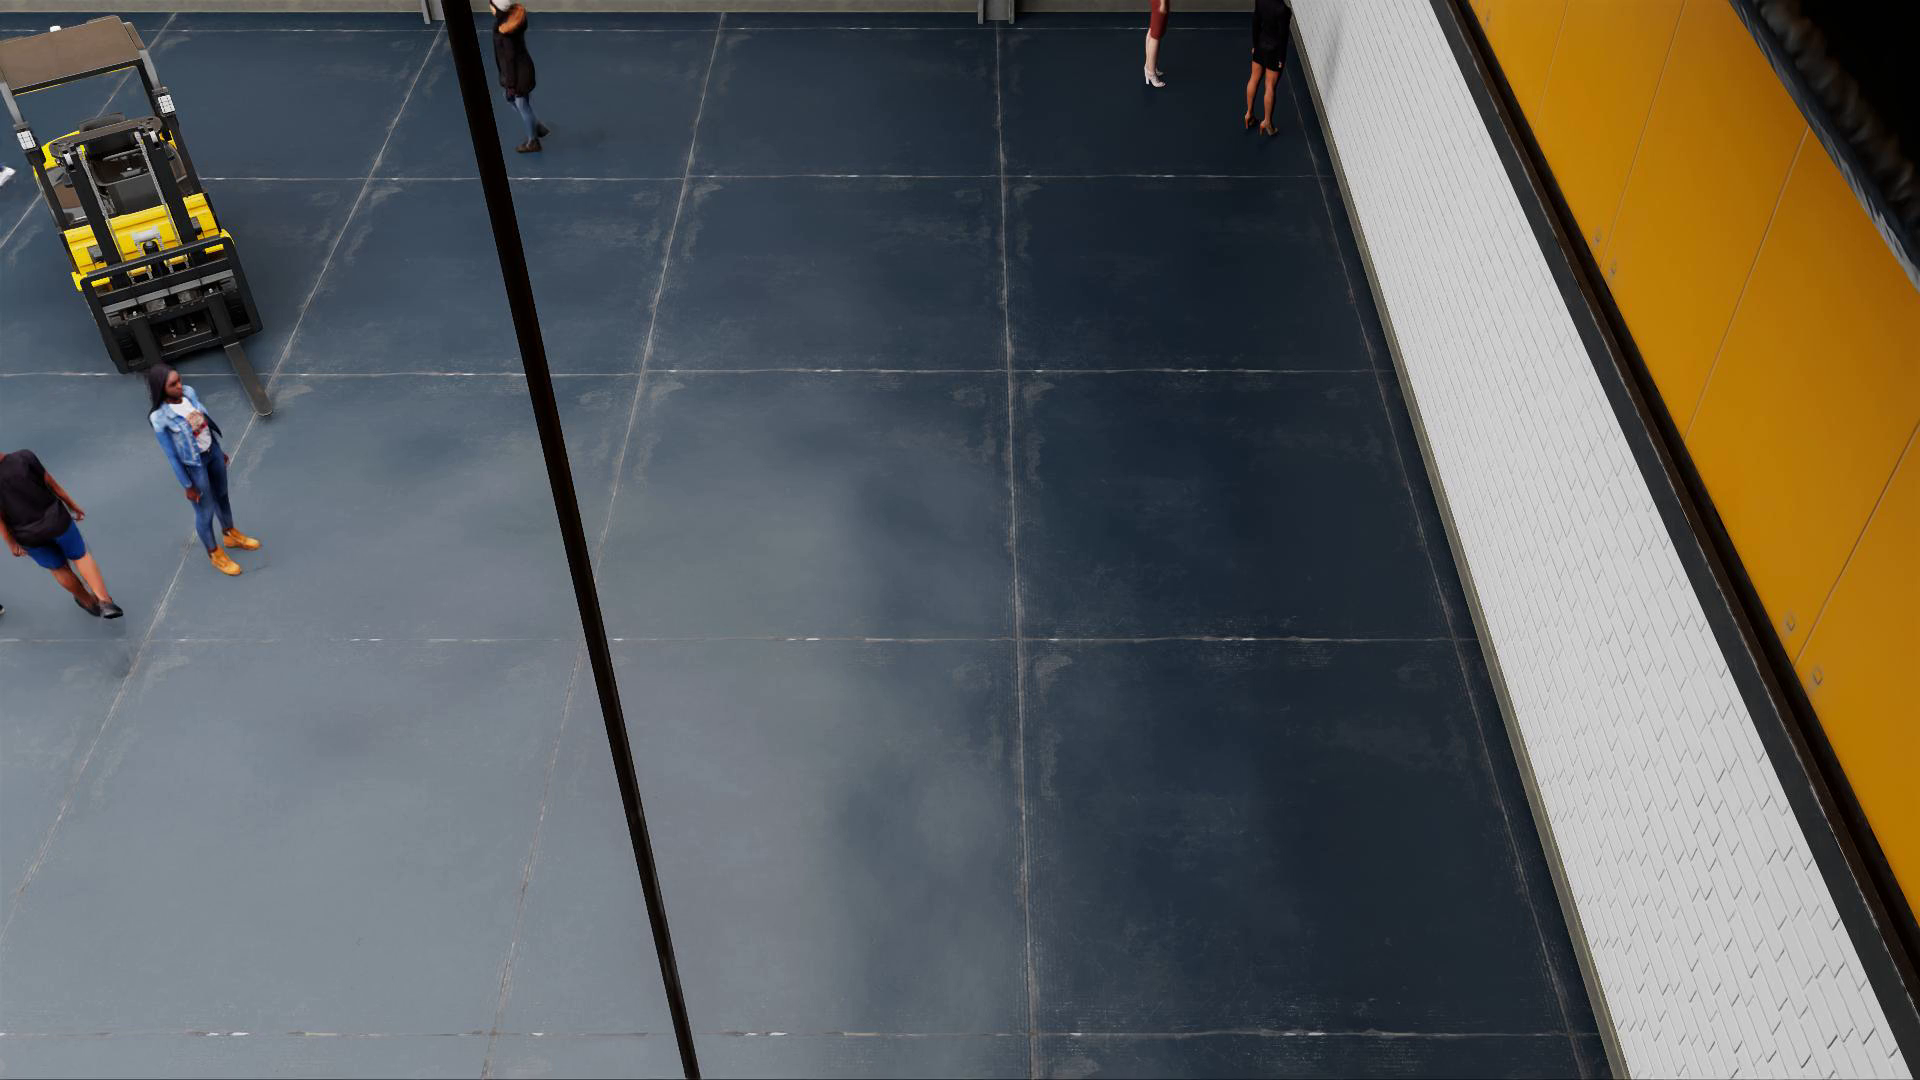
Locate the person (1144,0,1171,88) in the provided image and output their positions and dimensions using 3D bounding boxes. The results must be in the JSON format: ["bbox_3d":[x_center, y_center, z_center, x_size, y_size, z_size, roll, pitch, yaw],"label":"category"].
[{"bbox_3d":[1.994,-5.383,16.534,0.525,1.750,0.606,3,44,3],"label":"person"}]

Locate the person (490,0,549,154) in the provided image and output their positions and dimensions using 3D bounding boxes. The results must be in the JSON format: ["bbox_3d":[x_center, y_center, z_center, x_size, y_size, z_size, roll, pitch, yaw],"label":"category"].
[{"bbox_3d":[-4.078,-4.389,15.577,0.662,1.630,0.680,-7,44,-7],"label":"person"}]

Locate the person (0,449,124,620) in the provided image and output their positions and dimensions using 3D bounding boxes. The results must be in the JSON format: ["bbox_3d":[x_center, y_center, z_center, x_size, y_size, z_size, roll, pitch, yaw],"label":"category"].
[{"bbox_3d":[-6.009,-0.049,10.925,0.971,1.764,1.029,-29,51,-27],"label":"person"}]

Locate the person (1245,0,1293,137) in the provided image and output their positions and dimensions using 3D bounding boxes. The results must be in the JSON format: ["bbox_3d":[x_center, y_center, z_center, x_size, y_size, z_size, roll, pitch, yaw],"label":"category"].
[{"bbox_3d":[2.946,-4.637,15.830,0.764,1.639,0.704,-27,50,-26],"label":"person"}]

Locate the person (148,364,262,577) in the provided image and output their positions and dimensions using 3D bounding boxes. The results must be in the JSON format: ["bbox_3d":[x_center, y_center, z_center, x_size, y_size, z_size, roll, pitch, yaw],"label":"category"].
[{"bbox_3d":[-5.244,-0.515,11.452,0.600,1.712,0.656,9,44,10],"label":"person"}]
